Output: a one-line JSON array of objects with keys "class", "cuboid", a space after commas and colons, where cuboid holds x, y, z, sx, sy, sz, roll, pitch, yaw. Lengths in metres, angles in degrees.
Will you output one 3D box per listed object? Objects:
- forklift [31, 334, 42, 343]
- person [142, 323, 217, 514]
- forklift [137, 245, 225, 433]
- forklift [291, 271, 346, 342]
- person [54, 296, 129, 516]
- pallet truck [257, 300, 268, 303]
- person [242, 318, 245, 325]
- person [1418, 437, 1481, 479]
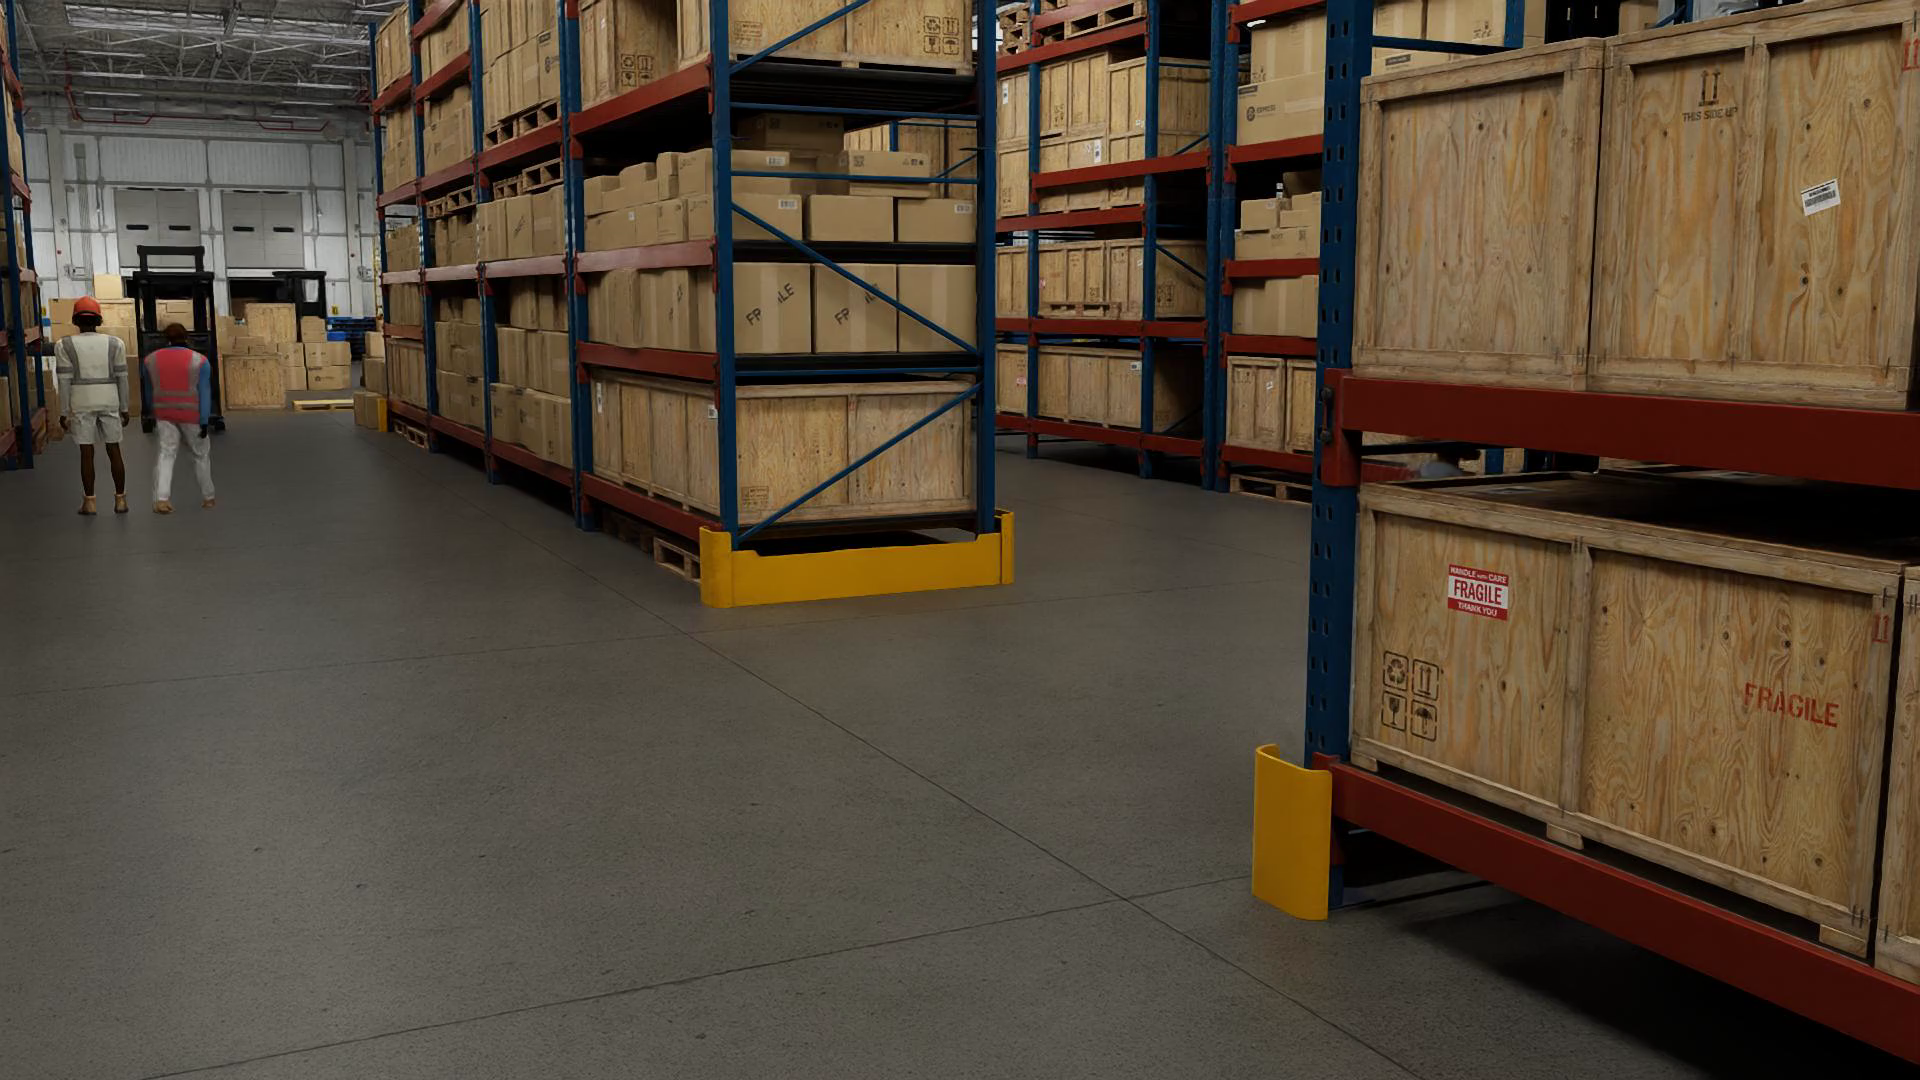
[{"class": "forklift", "cuboid": [-30.382, -7.219, 53.872, 1.129, 2.768, 1.873, -4, 9, -26]}, {"class": "person", "cuboid": [-7.413, -1.159, 15.806, 0.624, 1.805, 0.838, -2, 8, -12]}, {"class": "forklift", "cuboid": [-11.976, -3.093, 25.417, 1.129, 2.768, 1.873, -4, 9, -26]}, {"class": "forklift", "cuboid": [-18.602, -6.327, 47.715, 1.873, 2.768, 1.129, 6, 10, 37]}, {"class": "person", "cuboid": [-8.104, -1.247, 15.560, 0.605, 2.045, 0.377, -6, 10, -36]}, {"class": "pallet truck", "cuboid": [-23.913, -7.404, 58.171, 1.885, 1.965, 0.823, -1, 8, -9]}, {"class": "person", "cuboid": [-16.546, -4.596, 39.081, 0.590, 1.919, 0.395, -8, 11, -43]}, {"class": "person", "cuboid": [2.066, 0.209, 7.019, 0.703, 1.603, 0.521, 0, 8, 2]}]
